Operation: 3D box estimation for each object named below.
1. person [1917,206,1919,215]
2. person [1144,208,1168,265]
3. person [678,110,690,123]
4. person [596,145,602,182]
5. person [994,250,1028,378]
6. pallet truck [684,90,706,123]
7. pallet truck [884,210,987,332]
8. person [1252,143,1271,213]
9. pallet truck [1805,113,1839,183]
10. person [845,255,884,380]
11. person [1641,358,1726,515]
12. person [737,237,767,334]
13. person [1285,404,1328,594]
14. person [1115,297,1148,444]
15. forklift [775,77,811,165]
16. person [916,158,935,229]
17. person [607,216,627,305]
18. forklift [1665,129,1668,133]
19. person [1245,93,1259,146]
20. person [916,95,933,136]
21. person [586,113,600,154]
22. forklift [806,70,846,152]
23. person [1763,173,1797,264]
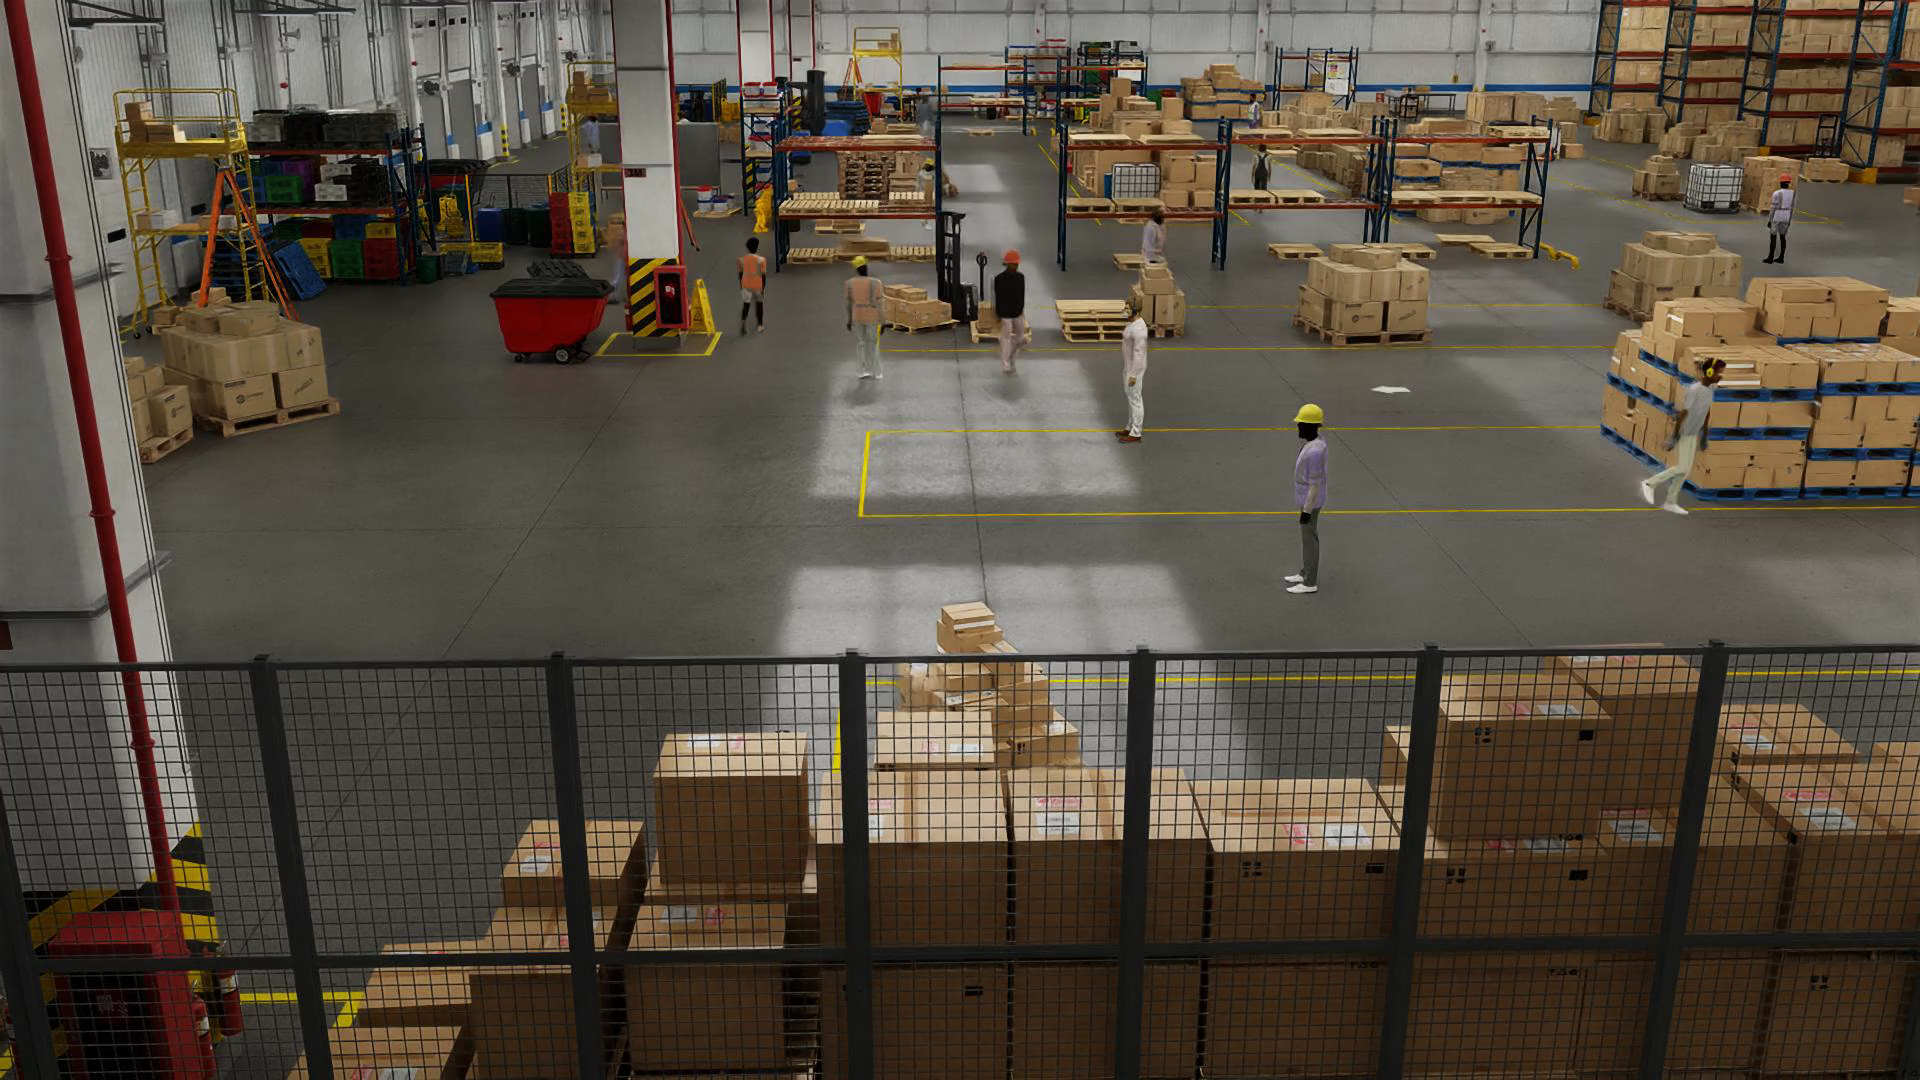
[{"bbox_3d":[25.354,-9.247,43.156,0.718,1.662,0.567,13,23,34],"label":"person"},{"bbox_3d":[3.680,-5.399,31.563,0.527,1.798,0.655,14,23,36],"label":"person"},{"bbox_3d":[-8.806,-12.693,52.981,0.372,1.939,0.631,6,20,18],"label":"person"},{"bbox_3d":[-10.709,-11.606,50.259,0.545,1.595,0.824,7,20,19],"label":"person"},{"bbox_3d":[0.786,-3.470,25.550,0.625,1.978,0.428,-13,22,-33],"label":"person"},{"bbox_3d":[-9.671,-15.907,62.421,0.823,1.965,1.885,5,19,15],"label":"pallet truck"},{"bbox_3d":[-0.493,-4.759,29.349,1.885,1.965,0.823,-13,23,-34],"label":"pallet truck"},{"bbox_3d":[7.959,-9.584,43.978,0.506,1.802,0.973,4,19,11],"label":"person"},{"bbox_3d":[26.403,-11.957,50.702,0.823,1.965,1.885,6,19,16],"label":"pallet truck"},{"bbox_3d":[-1.456,-3.404,25.466,0.609,1.924,0.405,4,19,13],"label":"person"},{"bbox_3d":[8.319,-1.215,19.099,0.647,1.825,0.557,17,25,41],"label":"person"},{"bbox_3d":[-3.597,-4.378,28.706,0.533,1.677,0.675,3,19,8],"label":"person"},{"bbox_3d":[3.460,-0.412,16.558,0.373,1.928,0.584,3,19,10],"label":"person"},{"bbox_3d":[2.281,-2.244,21.980,0.372,1.940,0.631,0,19,-1],"label":"person"},{"bbox_3d":[-5.920,-13.893,55.085,1.873,2.768,1.129,-1,19,-1],"label":"forklift"},{"bbox_3d":[-0.848,-8.554,41.060,0.542,1.702,0.552,-4,19,-13],"label":"person"},{"bbox_3d":[-6.282,-5.306,31.389,0.903,1.717,0.545,-3,19,-9],"label":"person"},{"bbox_3d":[29.065,-17.654,66.244,1.873,2.768,1.129,-1,19,-2],"label":"forklift"},{"bbox_3d":[10.794,-15.459,61.233,0.393,1.911,0.584,-4,19,-13],"label":"person"},{"bbox_3d":[-1.291,-15.372,61.016,0.636,1.890,1.033,10,21,27],"label":"person"},{"bbox_3d":[-11.697,-12.776,53.264,0.407,1.922,0.554,16,25,40],"label":"person"},{"bbox_3d":[-5.084,-15.224,59.033,1.873,2.768,1.129,-10,21,-26],"label":"forklift"},{"bbox_3d":[17.721,-6.946,35.954,0.539,1.929,0.388,-4,19,-12],"label":"person"}]
